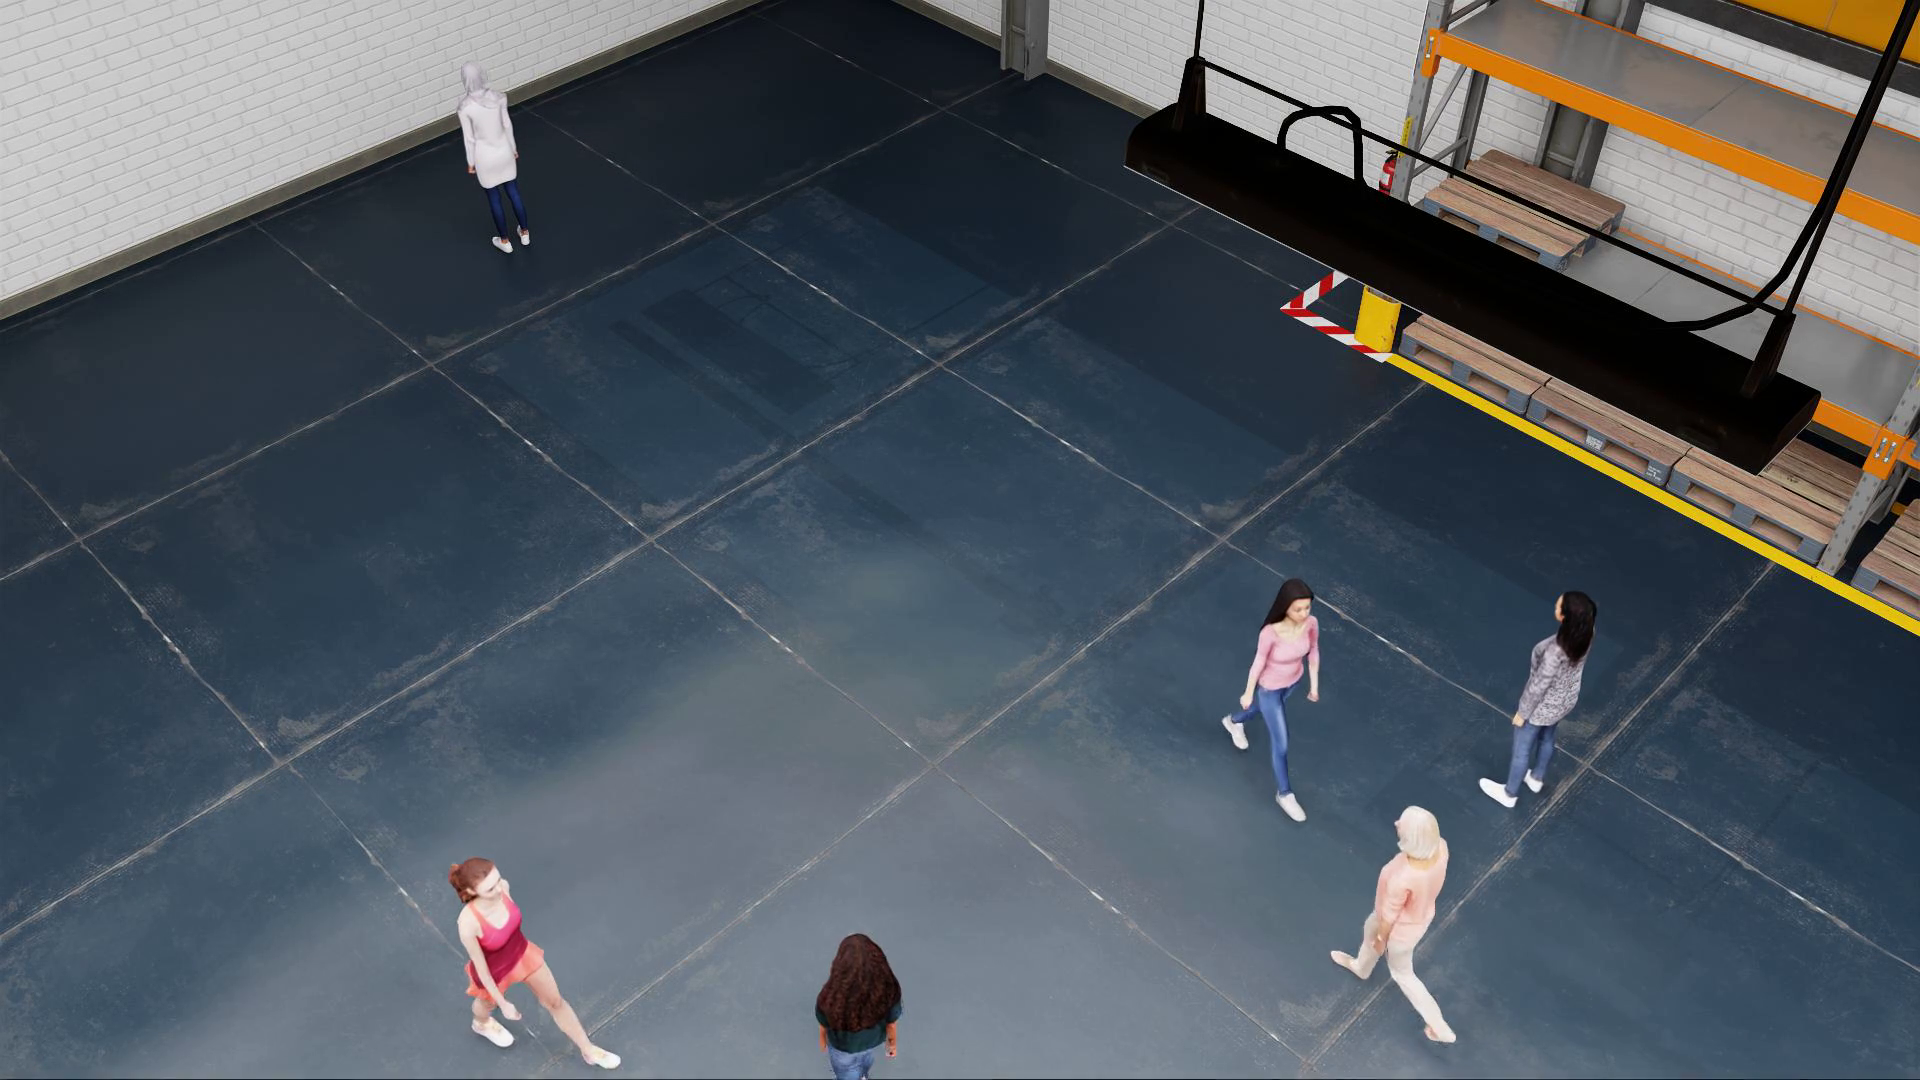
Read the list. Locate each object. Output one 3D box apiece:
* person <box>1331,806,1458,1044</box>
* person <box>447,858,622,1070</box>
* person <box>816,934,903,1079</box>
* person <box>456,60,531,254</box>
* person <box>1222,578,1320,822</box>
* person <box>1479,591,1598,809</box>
[{"bbox_3d":[2.462,2.082,8.919,1.076,1.687,0.617,34,53,30],"label":"person"},{"bbox_3d":[-2.473,2.226,8.754,1.203,1.705,0.790,21,47,20],"label":"person"},{"bbox_3d":[-0.505,2.593,8.452,0.871,1.592,1.132,-14,45,-14],"label":"person"},{"bbox_3d":[-4.085,-3.348,14.554,0.648,1.775,0.584,-27,50,-25],"label":"person"},{"bbox_3d":[1.911,0.840,10.215,0.826,1.698,1.193,-19,47,-19],"label":"person"},{"bbox_3d":[3.560,0.968,10.056,0.641,1.731,0.569,-28,50,-26],"label":"person"}]
